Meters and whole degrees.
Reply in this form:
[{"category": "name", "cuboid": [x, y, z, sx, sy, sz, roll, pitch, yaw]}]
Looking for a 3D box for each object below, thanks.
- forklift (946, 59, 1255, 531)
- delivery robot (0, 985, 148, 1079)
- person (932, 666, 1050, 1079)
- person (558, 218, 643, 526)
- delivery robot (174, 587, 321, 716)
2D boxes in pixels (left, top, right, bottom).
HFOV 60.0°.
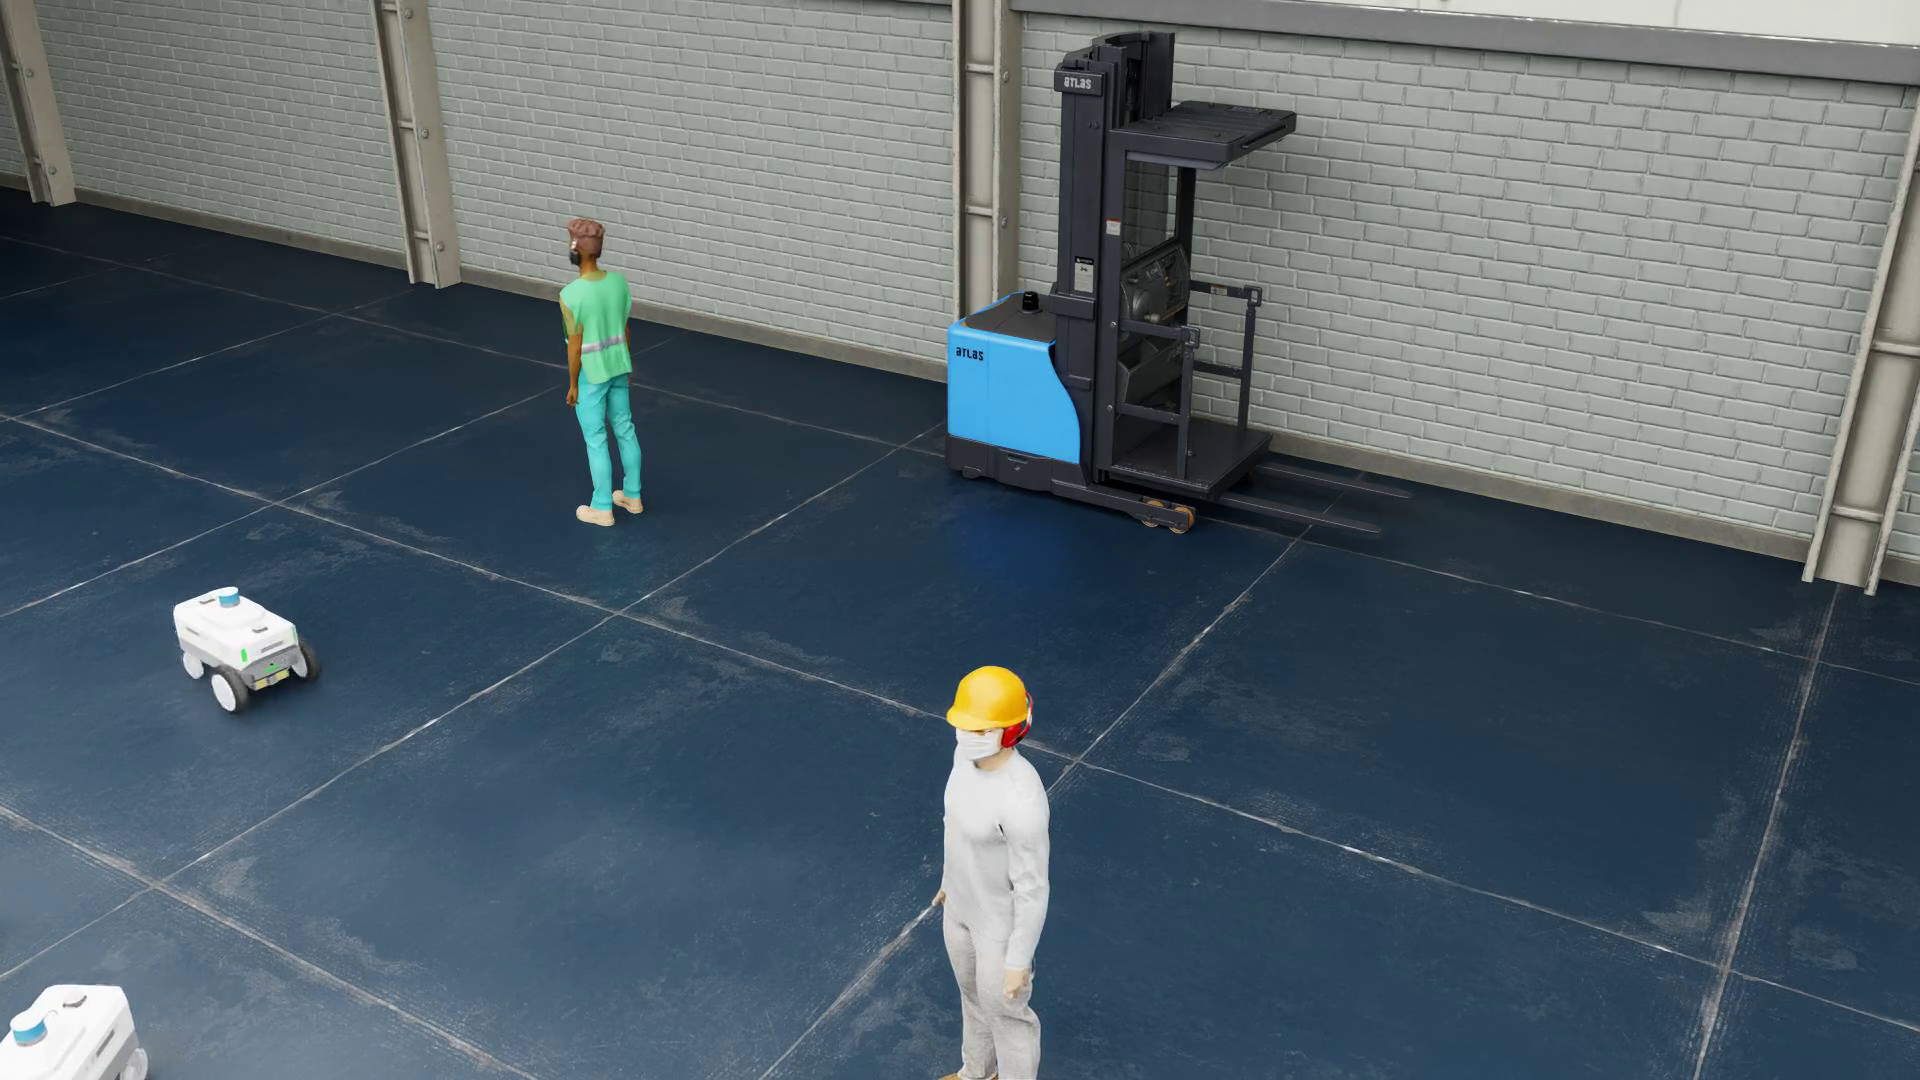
[{"category": "forklift", "cuboid": [0.933, -1.707, 10.833, 1.873, 2.768, 1.129, 15, 29, 28]}, {"category": "delivery robot", "cuboid": [-3.218, 1.939, 5.843, 0.499, 0.612, 0.816, 1, 25, 2]}, {"category": "person", "cuboid": [0.097, 1.265, 5.680, 0.347, 1.898, 0.578, -12, 28, -24]}, {"category": "person", "cuboid": [-2.262, -1.043, 10.469, 0.405, 1.979, 0.484, 20, 32, 35]}, {"category": "delivery robot", "cuboid": [-3.807, 0.540, 8.786, 0.802, 0.598, 0.499, 18, 31, 34]}]
